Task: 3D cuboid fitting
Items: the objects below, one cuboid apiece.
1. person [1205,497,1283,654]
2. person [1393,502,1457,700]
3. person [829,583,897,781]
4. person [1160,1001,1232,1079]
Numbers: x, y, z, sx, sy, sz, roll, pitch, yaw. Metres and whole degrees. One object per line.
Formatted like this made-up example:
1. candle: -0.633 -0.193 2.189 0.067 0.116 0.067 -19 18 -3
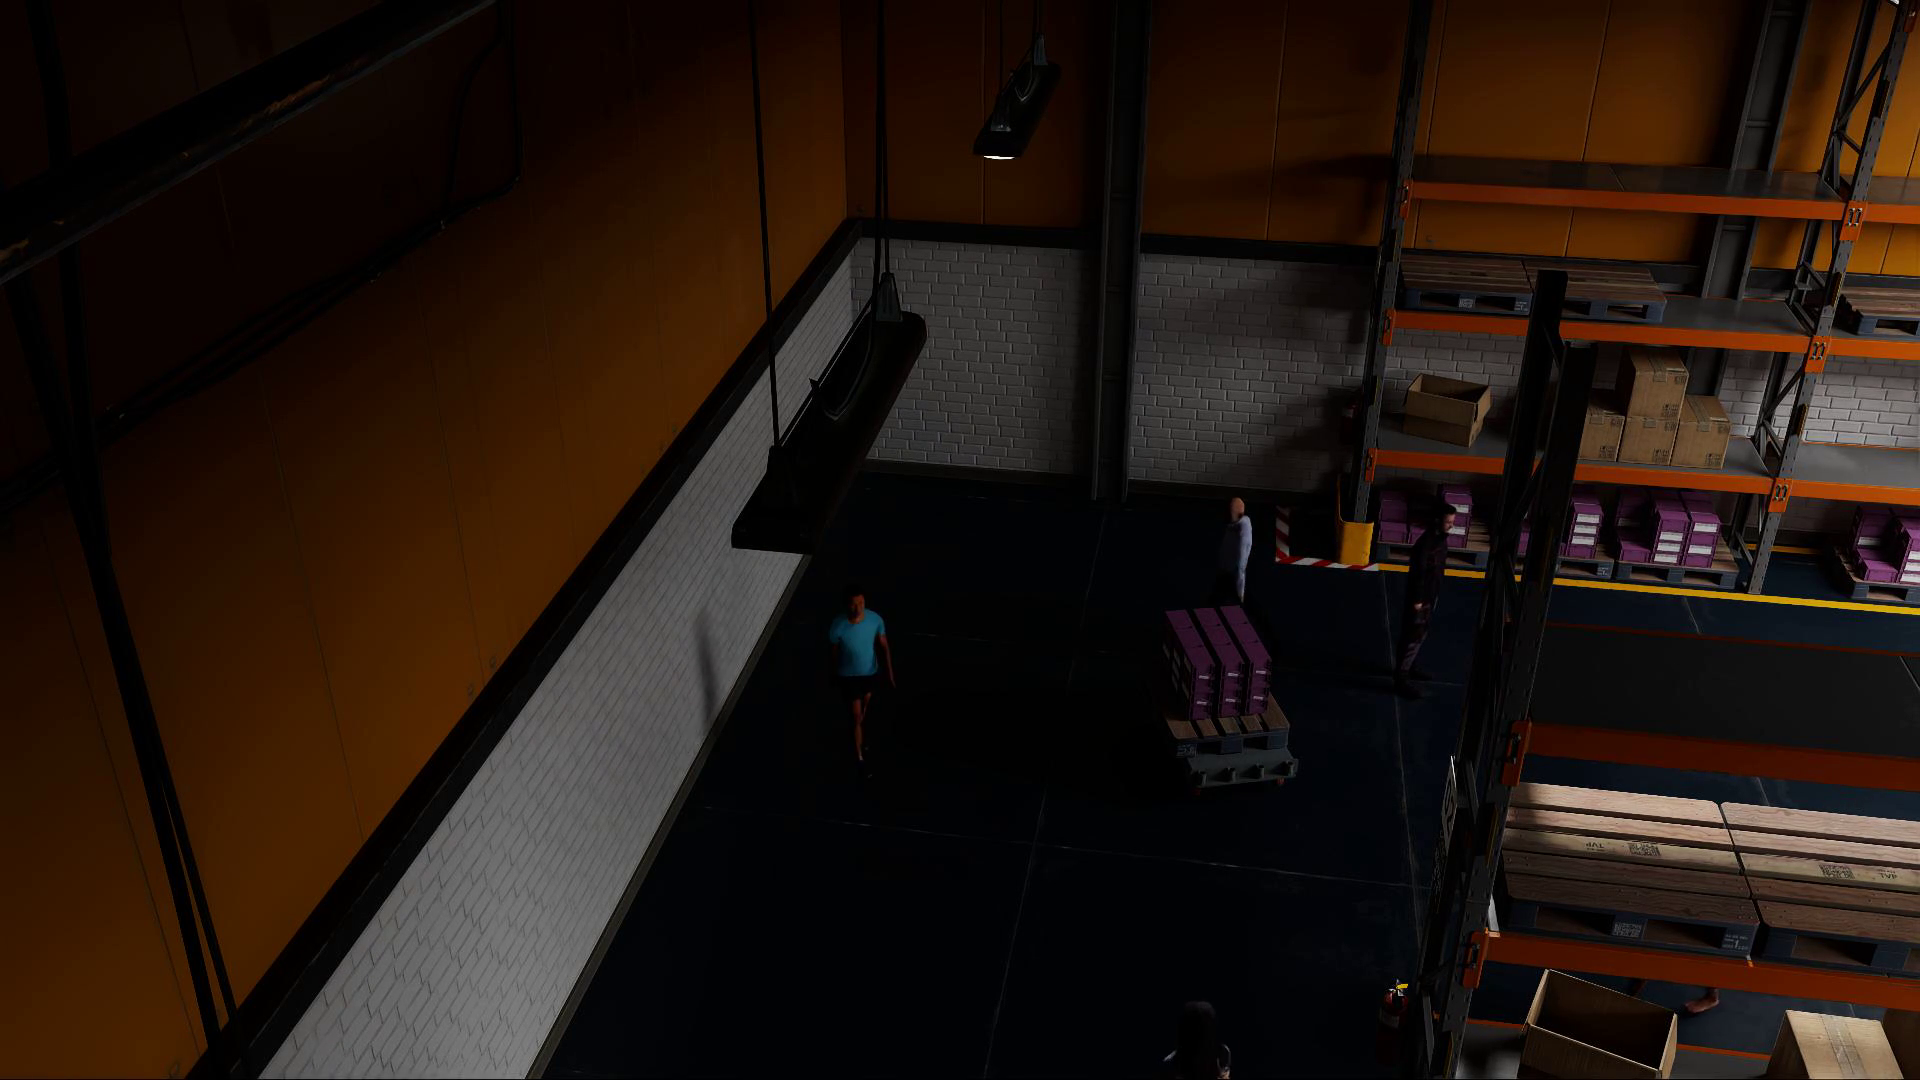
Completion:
1. person: 2.628 0.388 15.467 1.228 1.749 0.708 8 30 14
2. person: 4.205 0.502 15.090 0.727 1.910 0.767 16 33 27
3. person: -0.897 1.087 14.196 1.058 1.740 1.032 -12 31 -22
4. person: 1.392 3.478 9.878 1.079 1.677 1.017 -11 31 -20
